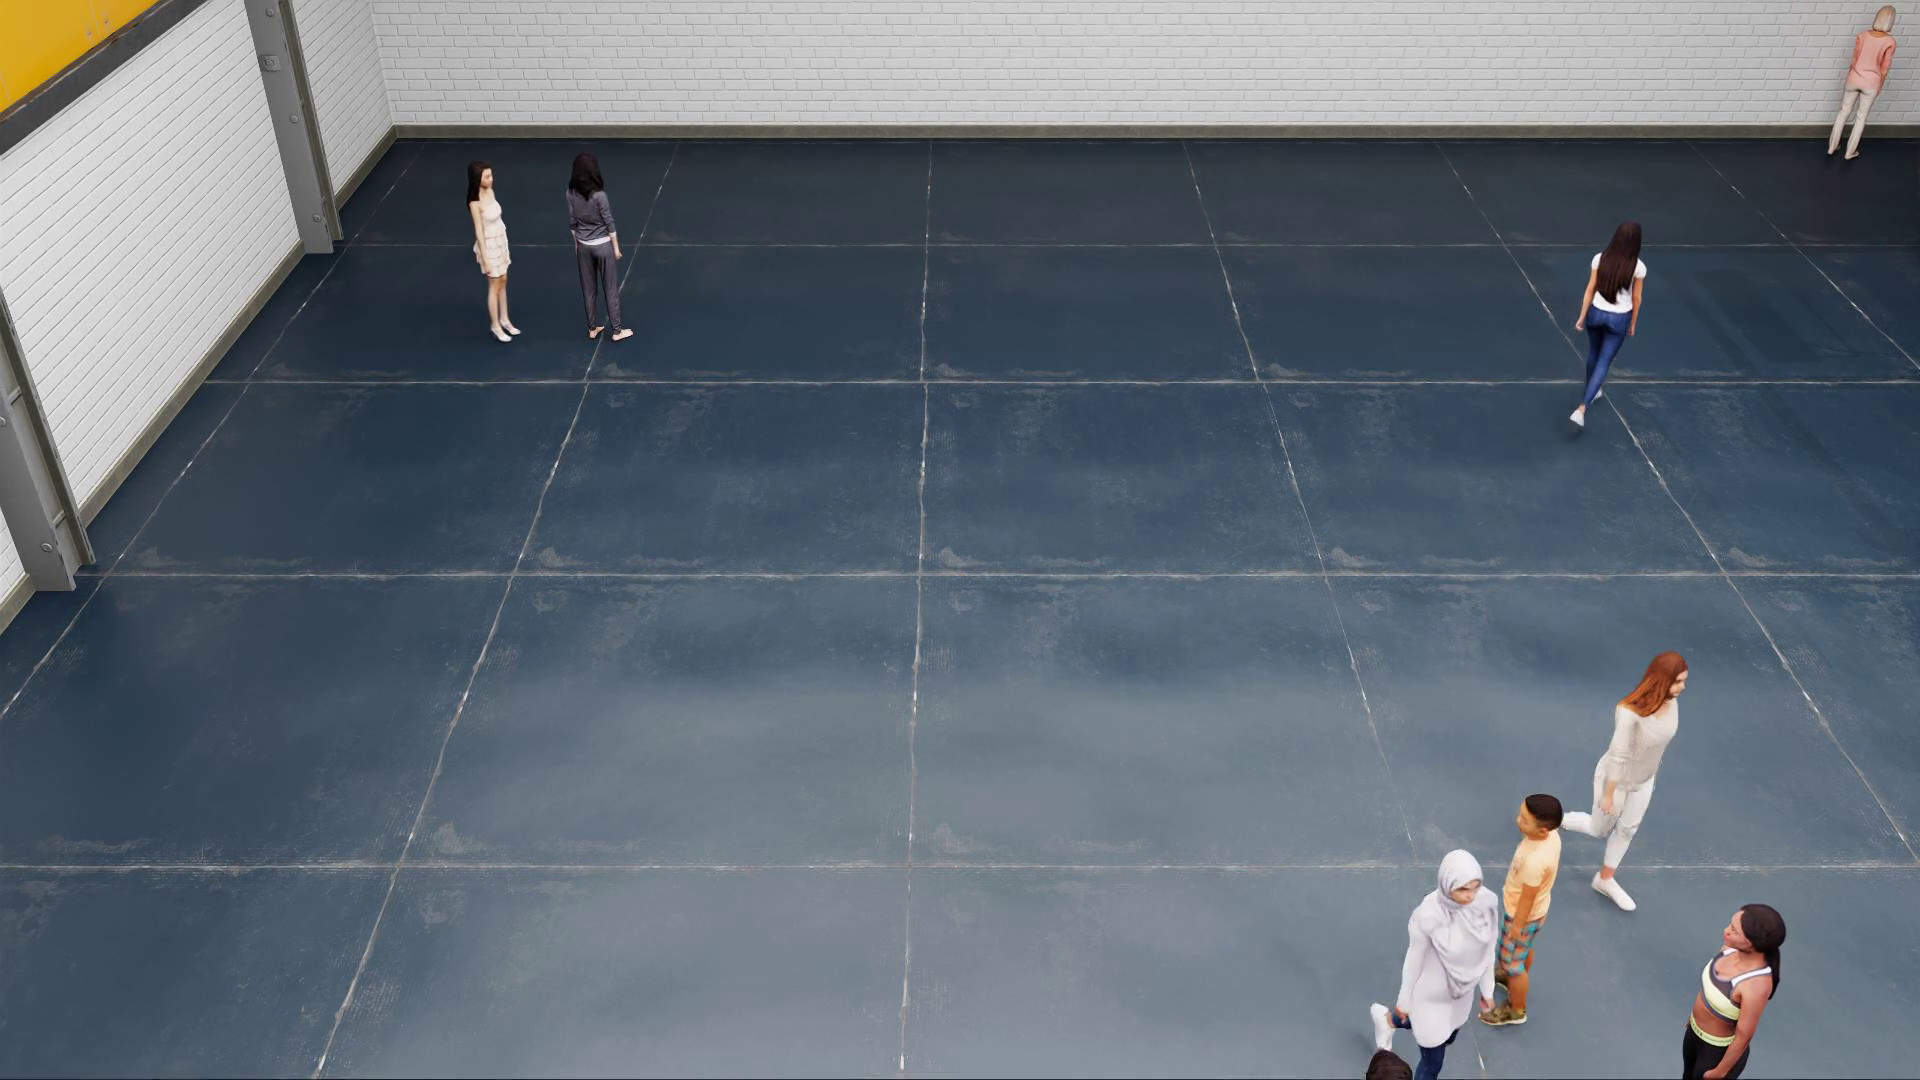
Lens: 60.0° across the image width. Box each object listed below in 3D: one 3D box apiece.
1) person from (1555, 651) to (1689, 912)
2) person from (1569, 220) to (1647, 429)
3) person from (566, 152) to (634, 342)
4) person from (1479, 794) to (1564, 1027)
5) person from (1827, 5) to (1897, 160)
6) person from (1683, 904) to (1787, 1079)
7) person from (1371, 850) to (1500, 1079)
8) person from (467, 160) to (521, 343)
[{"bbox_3d":[3.626,1.266,9.228,0.870,1.685,1.031,-16,37,-23],"label":"person"},{"bbox_3d":[5.306,-1.743,13.708,1.046,1.737,1.181,24,40,31],"label":"person"},{"bbox_3d":[-3.298,-2.640,15.036,0.652,1.761,0.613,10,35,14],"label":"person"},{"bbox_3d":[2.909,1.873,8.523,0.685,1.455,0.555,14,36,20],"label":"person"},{"bbox_3d":[10.299,-5.227,18.961,0.663,1.725,0.716,27,42,35],"label":"person"},{"bbox_3d":[3.465,2.309,7.595,0.648,1.755,0.497,5,34,8],"label":"person"},{"bbox_3d":[2.251,2.097,7.914,0.885,1.755,1.135,-12,35,-18],"label":"person"},{"bbox_3d":[-4.239,-2.608,15.012,0.670,1.735,0.511,6,34,9],"label":"person"}]
